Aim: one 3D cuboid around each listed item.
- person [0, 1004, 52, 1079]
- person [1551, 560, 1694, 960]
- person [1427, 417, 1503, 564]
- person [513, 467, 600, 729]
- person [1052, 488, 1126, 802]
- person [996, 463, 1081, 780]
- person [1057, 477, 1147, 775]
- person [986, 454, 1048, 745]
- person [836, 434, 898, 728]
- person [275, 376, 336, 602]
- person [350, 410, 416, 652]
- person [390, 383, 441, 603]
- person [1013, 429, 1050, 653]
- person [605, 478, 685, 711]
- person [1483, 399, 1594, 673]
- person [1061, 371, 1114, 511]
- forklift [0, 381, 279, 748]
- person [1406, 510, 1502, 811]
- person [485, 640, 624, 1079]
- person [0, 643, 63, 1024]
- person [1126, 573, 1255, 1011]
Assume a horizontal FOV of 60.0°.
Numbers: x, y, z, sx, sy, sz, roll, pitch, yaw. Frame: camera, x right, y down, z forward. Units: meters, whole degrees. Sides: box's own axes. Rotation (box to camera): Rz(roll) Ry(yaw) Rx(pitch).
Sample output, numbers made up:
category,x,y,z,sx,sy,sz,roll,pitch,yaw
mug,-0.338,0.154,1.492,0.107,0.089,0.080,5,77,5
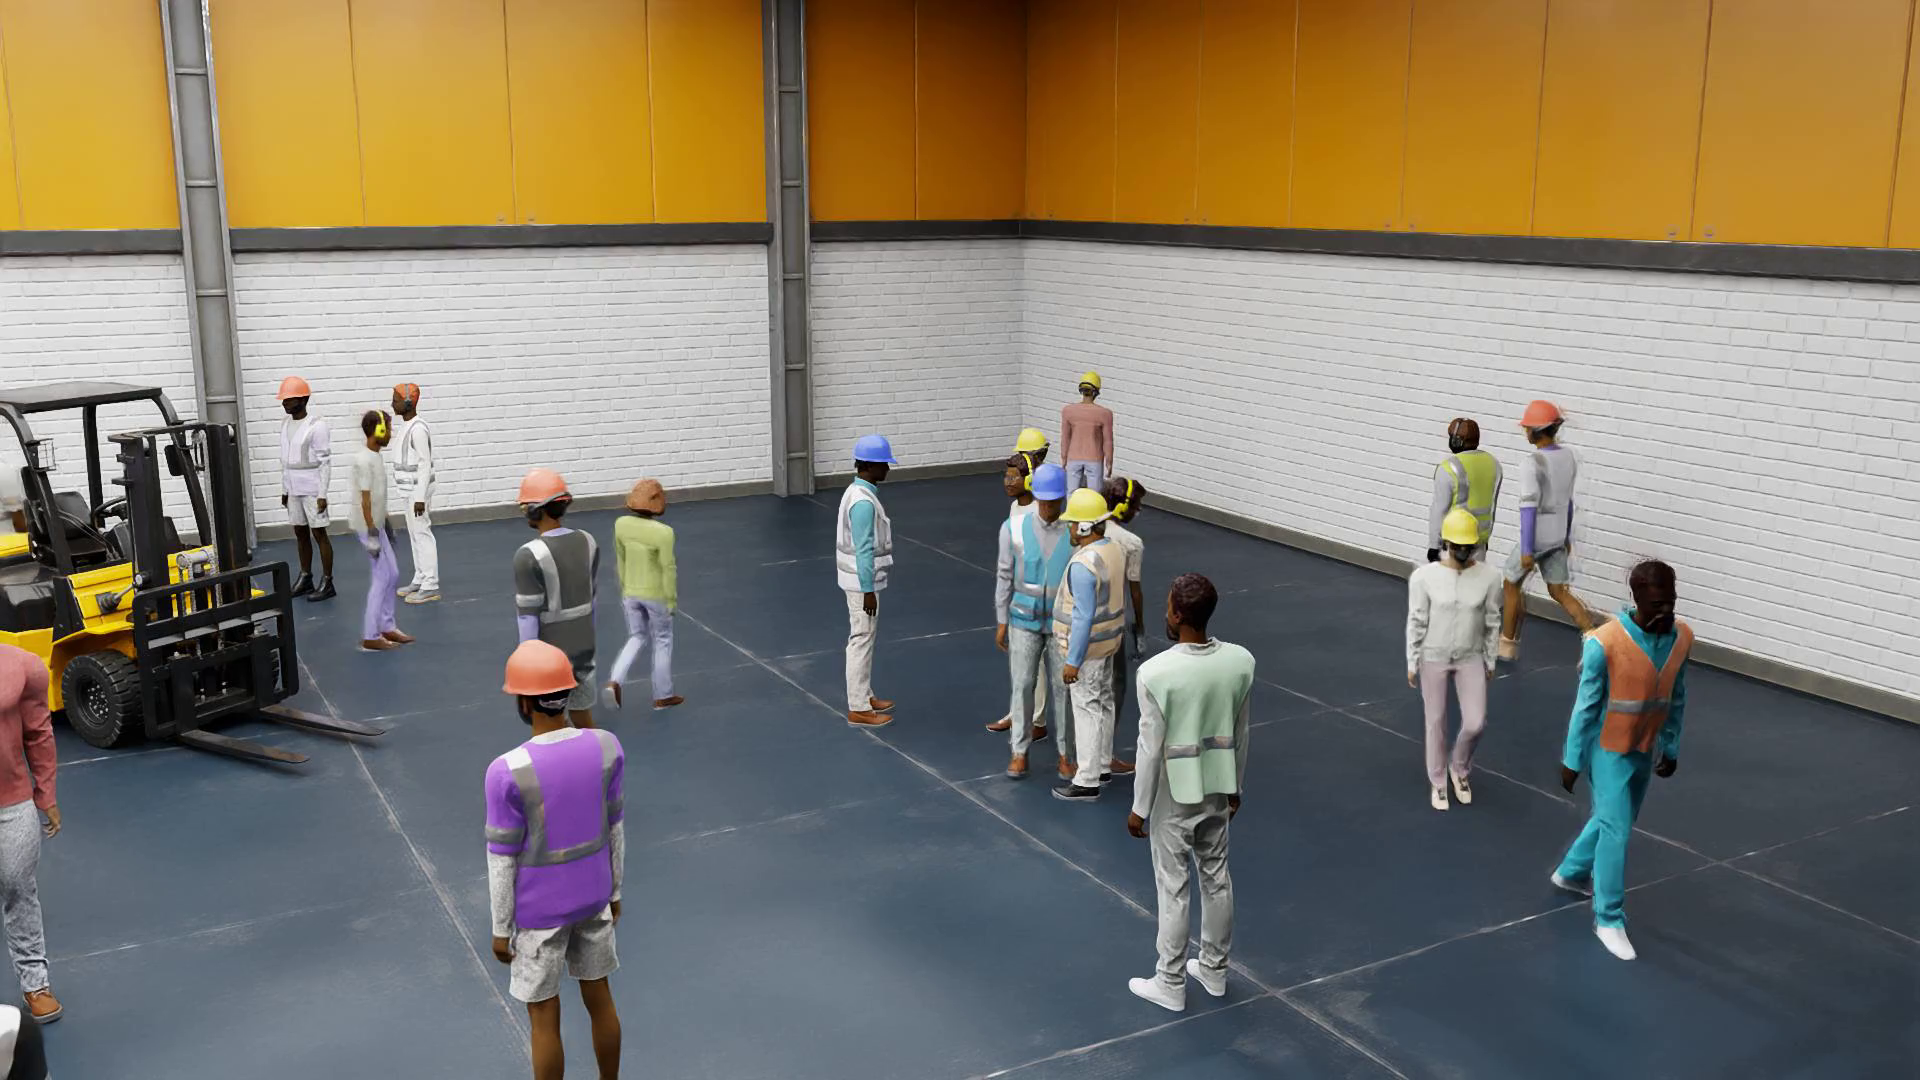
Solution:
category,x,y,z,sx,sy,sz,roll,pitch,yaw
person,-2.676,1.781,4.414,0.536,1.699,0.322,-6,14,-28
person,3.078,0.961,7.882,0.621,1.879,0.749,-6,13,-26
person,3.746,-0.005,12.475,0.625,1.837,0.429,-7,14,-29
person,-2.219,0.612,9.128,0.435,2.031,0.608,6,14,27
person,0.735,0.602,9.633,0.403,1.832,0.586,5,13,23
person,0.523,0.488,9.928,0.637,1.939,0.442,1,12,6
person,0.815,0.534,9.979,0.593,1.831,0.477,6,14,27
person,0.394,0.371,10.624,0.328,1.872,0.513,-5,13,-24
person,-0.608,0.266,10.967,0.415,1.939,0.604,-1,12,-4
person,-5.625,-0.437,14.251,0.542,1.939,0.362,6,14,28
person,-4.476,-0.070,12.811,0.403,1.838,0.541,-2,12,-9
person,-4.673,-0.407,14.238,0.347,1.882,0.584,-7,14,-29
person,0.554,0.041,12.447,0.337,1.760,0.527,7,14,30
person,-2.123,0.386,11.155,0.508,1.615,0.558,6,14,28
person,4.327,-0.023,12.158,0.624,2.008,0.973,-8,15,-35
person,1.240,-0.768,16.241,0.530,1.755,0.342,4,13,18
forklift,-5.853,0.085,11.199,2.313,2.155,1.214,7,14,28
person,2.785,0.687,9.414,0.536,1.749,0.384,1,12,6
person,-1.484,1.309,6.091,0.545,1.930,0.387,-12,17,-43
person,-4.093,1.122,6.943,0.629,1.940,0.372,-9,15,-37
person,0.994,1.083,7.168,0.591,1.922,0.390,-7,14,-30
